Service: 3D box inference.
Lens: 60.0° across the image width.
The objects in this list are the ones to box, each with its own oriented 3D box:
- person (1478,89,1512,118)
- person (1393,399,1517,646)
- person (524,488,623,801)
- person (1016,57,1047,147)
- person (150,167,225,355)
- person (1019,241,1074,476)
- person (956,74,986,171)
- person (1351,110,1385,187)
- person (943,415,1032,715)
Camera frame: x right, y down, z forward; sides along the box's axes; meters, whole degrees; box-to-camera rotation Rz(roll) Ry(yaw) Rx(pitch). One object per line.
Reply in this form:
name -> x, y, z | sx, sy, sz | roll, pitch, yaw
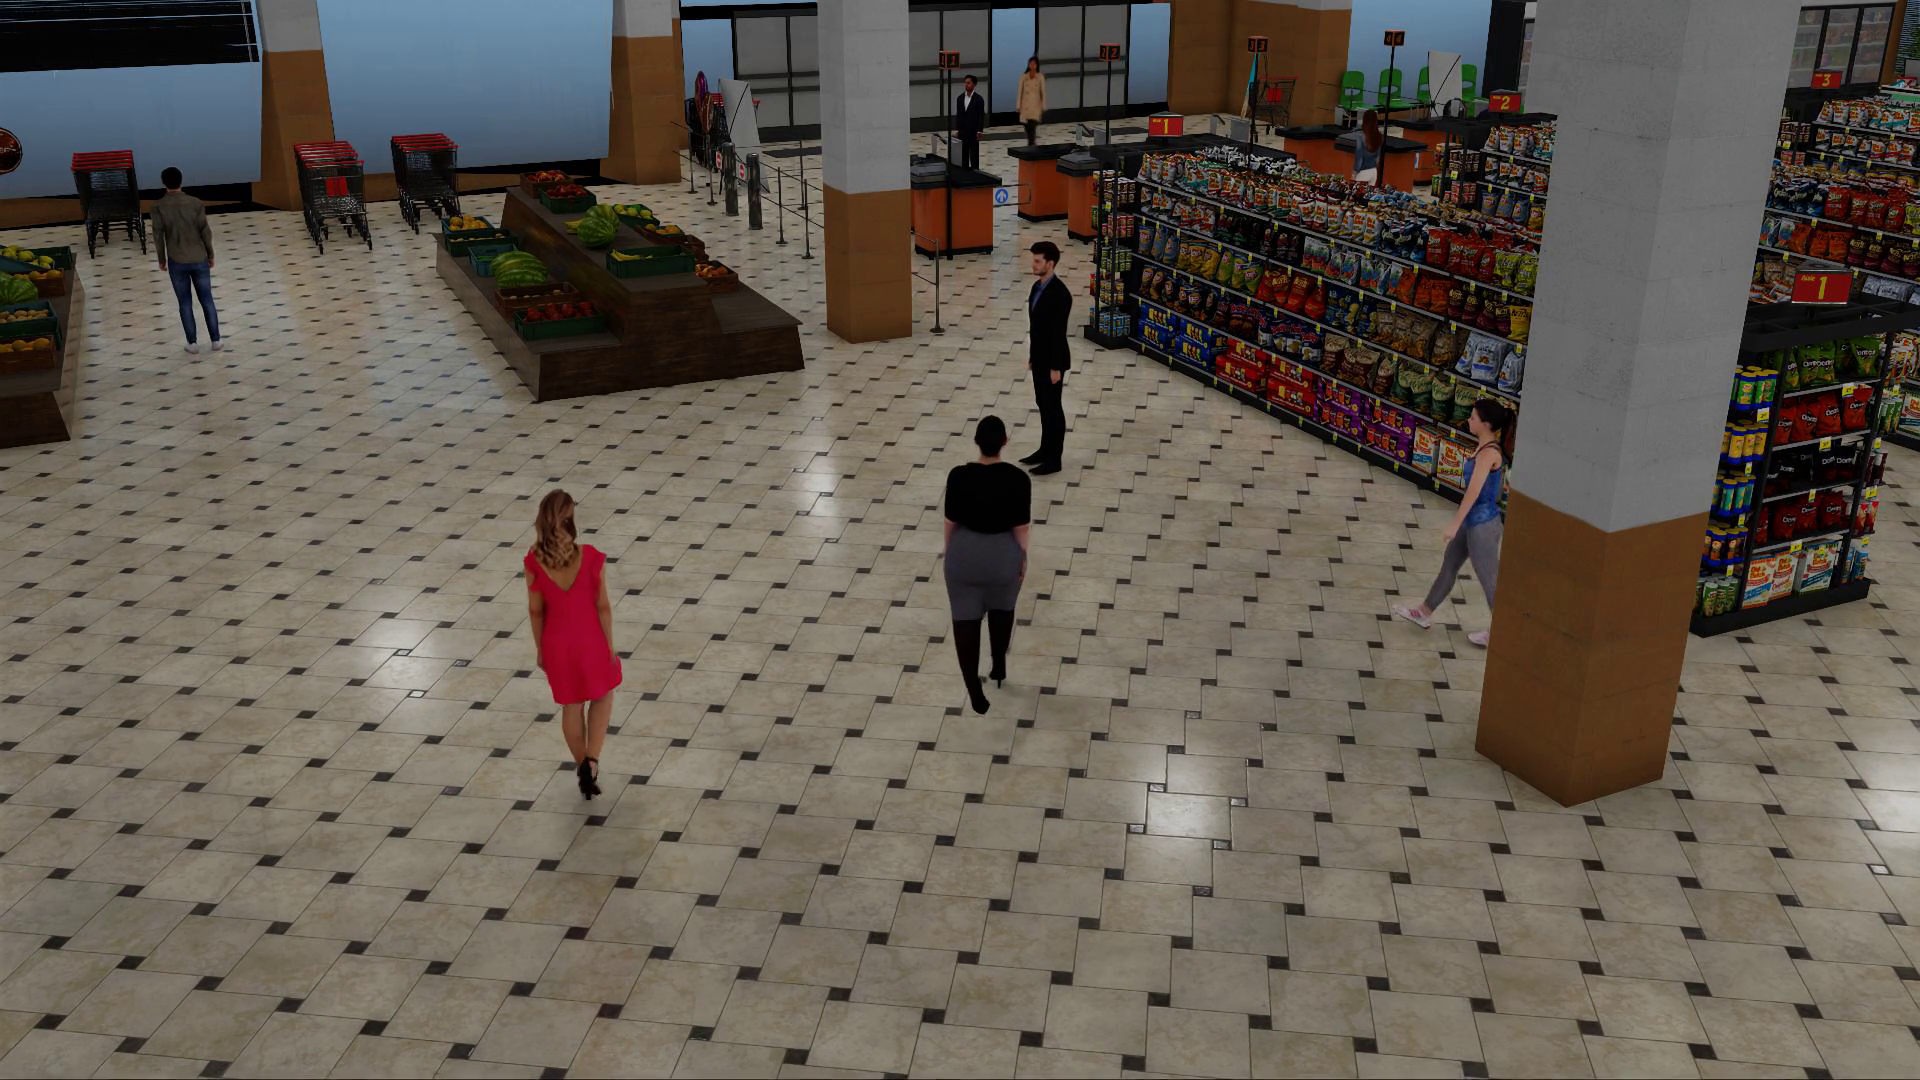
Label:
person -> 7.343, -5.290, 22.966 | 0.899, 1.816, 0.987 | 20, 29, 40
person -> 3.290, -0.068, 10.290 | 1.016, 1.579, 0.961 | 7, 23, 17
person -> -1.973, 0.587, 8.472 | 0.717, 1.719, 0.815 | -1, 22, -2
person -> 1.215, -7.361, 28.341 | 1.033, 1.651, 1.150 | 5, 22, 12
person -> -7.774, -2.810, 16.731 | 0.715, 1.864, 0.606 | -12, 25, -27
person -> 0.718, -1.477, 13.385 | 0.761, 1.885, 0.575 | -8, 23, -18
person -> 0.155, -6.236, 25.441 | 0.667, 1.728, 0.769 | 12, 25, 28
person -> 5.341, -4.790, 21.875 | 0.657, 1.702, 0.580 | -15, 26, -33
person -> 0.144, 0.180, 9.469 | 0.965, 1.731, 1.168 | 0, 22, 1
